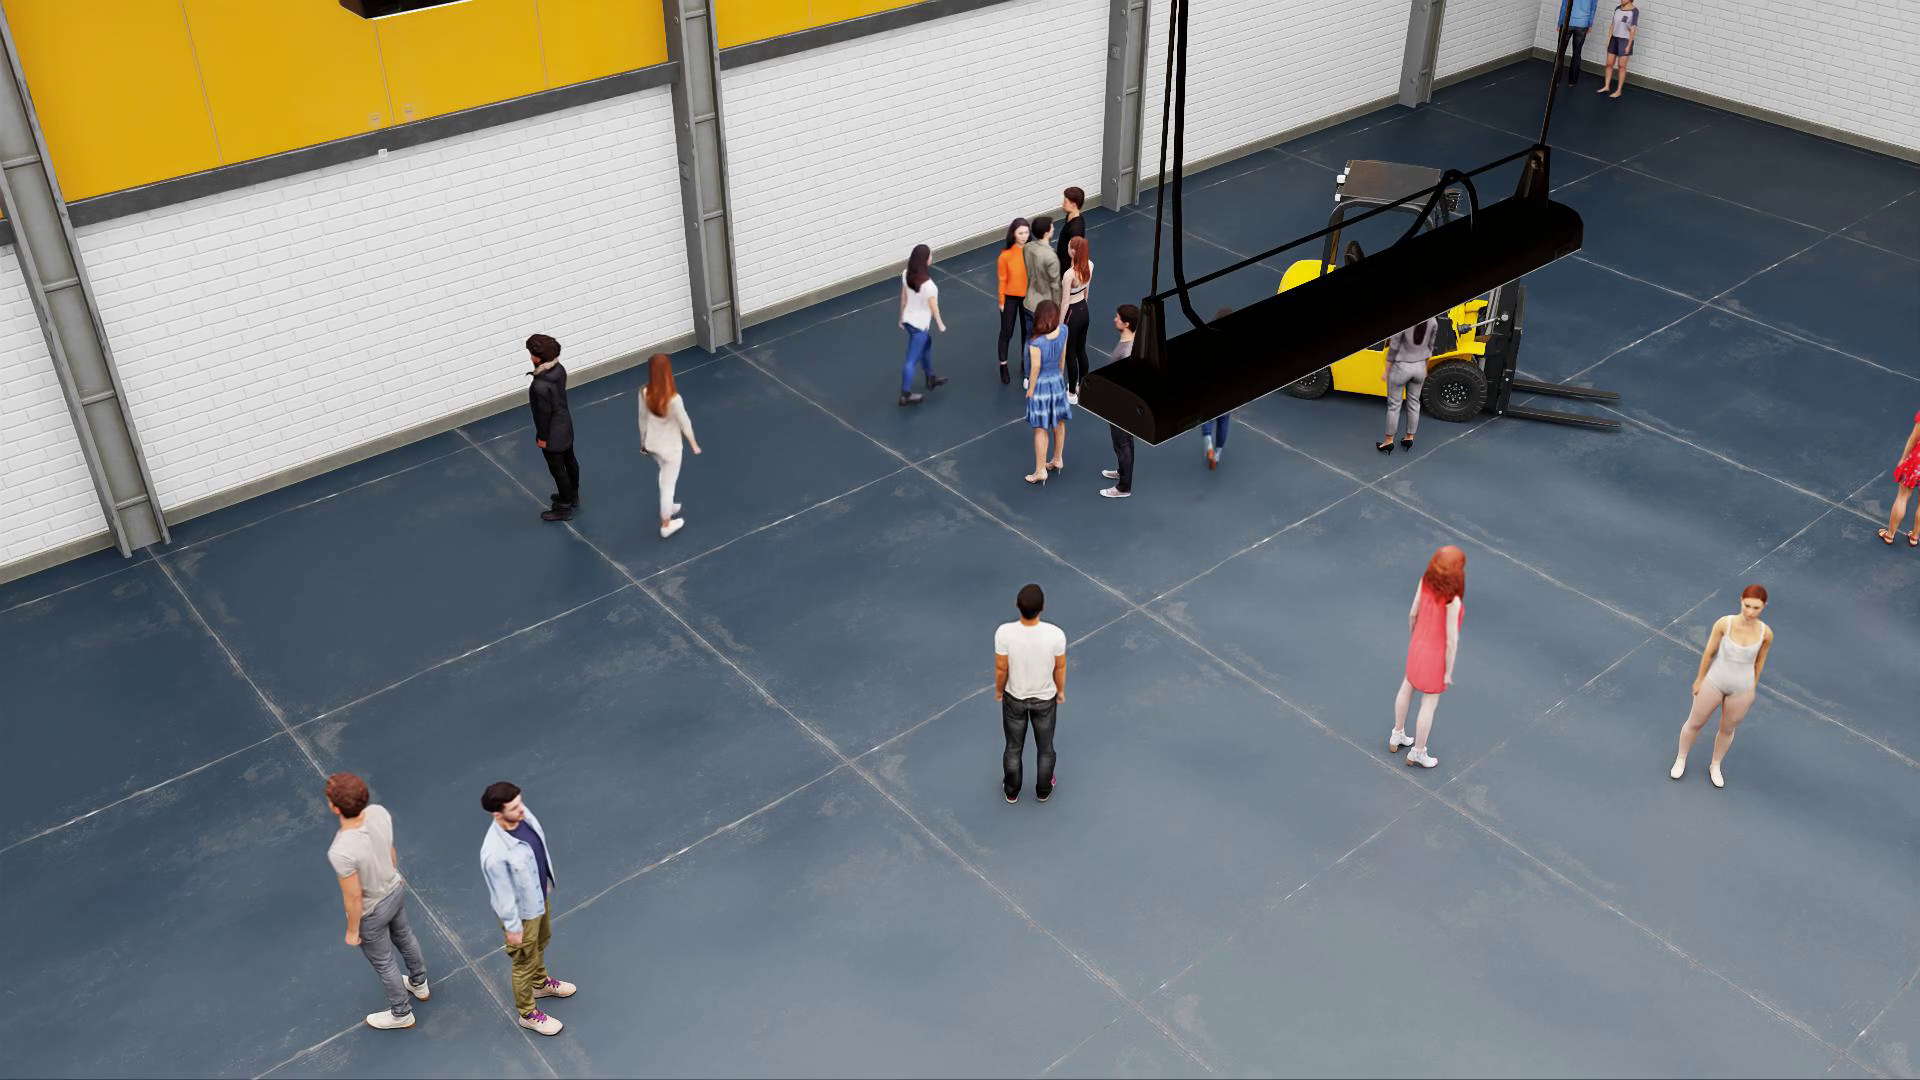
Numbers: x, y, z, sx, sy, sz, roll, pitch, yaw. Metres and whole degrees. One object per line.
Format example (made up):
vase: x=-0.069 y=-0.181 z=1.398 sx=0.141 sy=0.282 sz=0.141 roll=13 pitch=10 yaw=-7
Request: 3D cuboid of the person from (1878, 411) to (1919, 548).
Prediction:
person: x=8.238 y=-0.665 z=14.196 sx=0.666 sy=1.592 sz=0.707 roll=7 pitch=34 yaw=11

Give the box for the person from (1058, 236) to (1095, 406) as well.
person: x=1.137 y=-2.167 z=16.321 sx=0.681 sy=1.742 sz=0.513 roll=25 pitch=41 yaw=33

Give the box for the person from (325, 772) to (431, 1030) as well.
person: x=-3.426 y=2.108 z=9.747 sx=0.807 sy=1.899 sz=0.705 roll=8 pitch=34 yaw=12

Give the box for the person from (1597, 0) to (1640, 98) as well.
person: x=9.596 y=-7.247 z=24.125 sx=0.558 sy=1.564 sz=0.601 roll=-19 pitch=38 yaw=-26

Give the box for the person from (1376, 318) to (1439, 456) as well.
person: x=4.158 y=-1.563 z=15.470 sx=0.673 sy=1.678 sz=0.775 roll=-7 pitch=34 yaw=-10

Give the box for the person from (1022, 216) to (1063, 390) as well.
person: x=0.781 y=-2.313 z=16.431 sx=0.619 sy=1.864 sz=0.720 roll=-21 pitch=39 yaw=-28

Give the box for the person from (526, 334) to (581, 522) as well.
person: x=-3.538 y=-0.997 z=14.525 sx=0.796 sy=1.781 sz=0.727 roll=5 pitch=34 yaw=8

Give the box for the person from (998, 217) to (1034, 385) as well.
person: x=0.581 y=-2.420 z=16.696 sx=0.613 sy=1.748 sz=0.750 roll=-11 pitch=35 yaw=-16

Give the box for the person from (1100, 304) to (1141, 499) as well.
person: x=1.471 y=-1.256 z=14.850 sx=0.802 sy=1.854 sz=0.713 roll=6 pitch=34 yaw=9

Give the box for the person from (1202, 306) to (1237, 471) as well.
person: x=2.375 y=-1.359 z=15.222 sx=0.757 sy=1.613 sz=0.808 roll=4 pitch=34 yaw=6

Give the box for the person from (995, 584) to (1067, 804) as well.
person: x=0.476 y=1.057 z=11.414 sx=0.695 sy=1.804 sz=0.769 roll=1 pitch=34 yaw=2

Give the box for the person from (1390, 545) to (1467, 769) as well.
person: x=3.315 y=0.817 z=11.757 sx=0.612 sy=1.826 sz=0.646 roll=-13 pitch=36 yaw=-18

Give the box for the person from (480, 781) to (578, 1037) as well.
person: x=-2.576 y=2.133 z=9.789 sx=0.809 sy=1.811 sz=0.738 roll=4 pitch=34 yaw=6

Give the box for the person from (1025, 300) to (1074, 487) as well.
person: x=0.776 y=-1.336 z=15.015 sx=0.751 sy=1.805 sz=0.548 roll=28 pitch=43 yaw=35

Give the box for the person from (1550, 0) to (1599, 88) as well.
person: x=9.030 y=-7.589 z=24.408 sx=0.745 sy=1.820 sz=0.773 roll=7 pitch=34 yaw=11

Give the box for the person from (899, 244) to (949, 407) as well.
person: x=-0.485 y=-2.047 z=16.214 sx=0.905 sy=1.660 sz=0.680 roll=-18 pitch=38 yaw=-25

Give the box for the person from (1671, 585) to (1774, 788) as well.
person: x=5.364 y=1.006 z=11.636 sx=0.621 sy=1.644 sz=0.638 roll=10 pitch=35 yaw=14

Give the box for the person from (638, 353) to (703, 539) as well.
person: x=-2.586 y=-0.767 z=14.256 sx=0.714 sy=1.696 sz=0.777 roll=19 pitch=38 yaw=26

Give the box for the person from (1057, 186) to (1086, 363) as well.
person: x=1.147 y=-2.747 z=17.086 sx=0.790 sy=1.862 sz=0.767 roll=-2 pitch=34 yaw=-3
